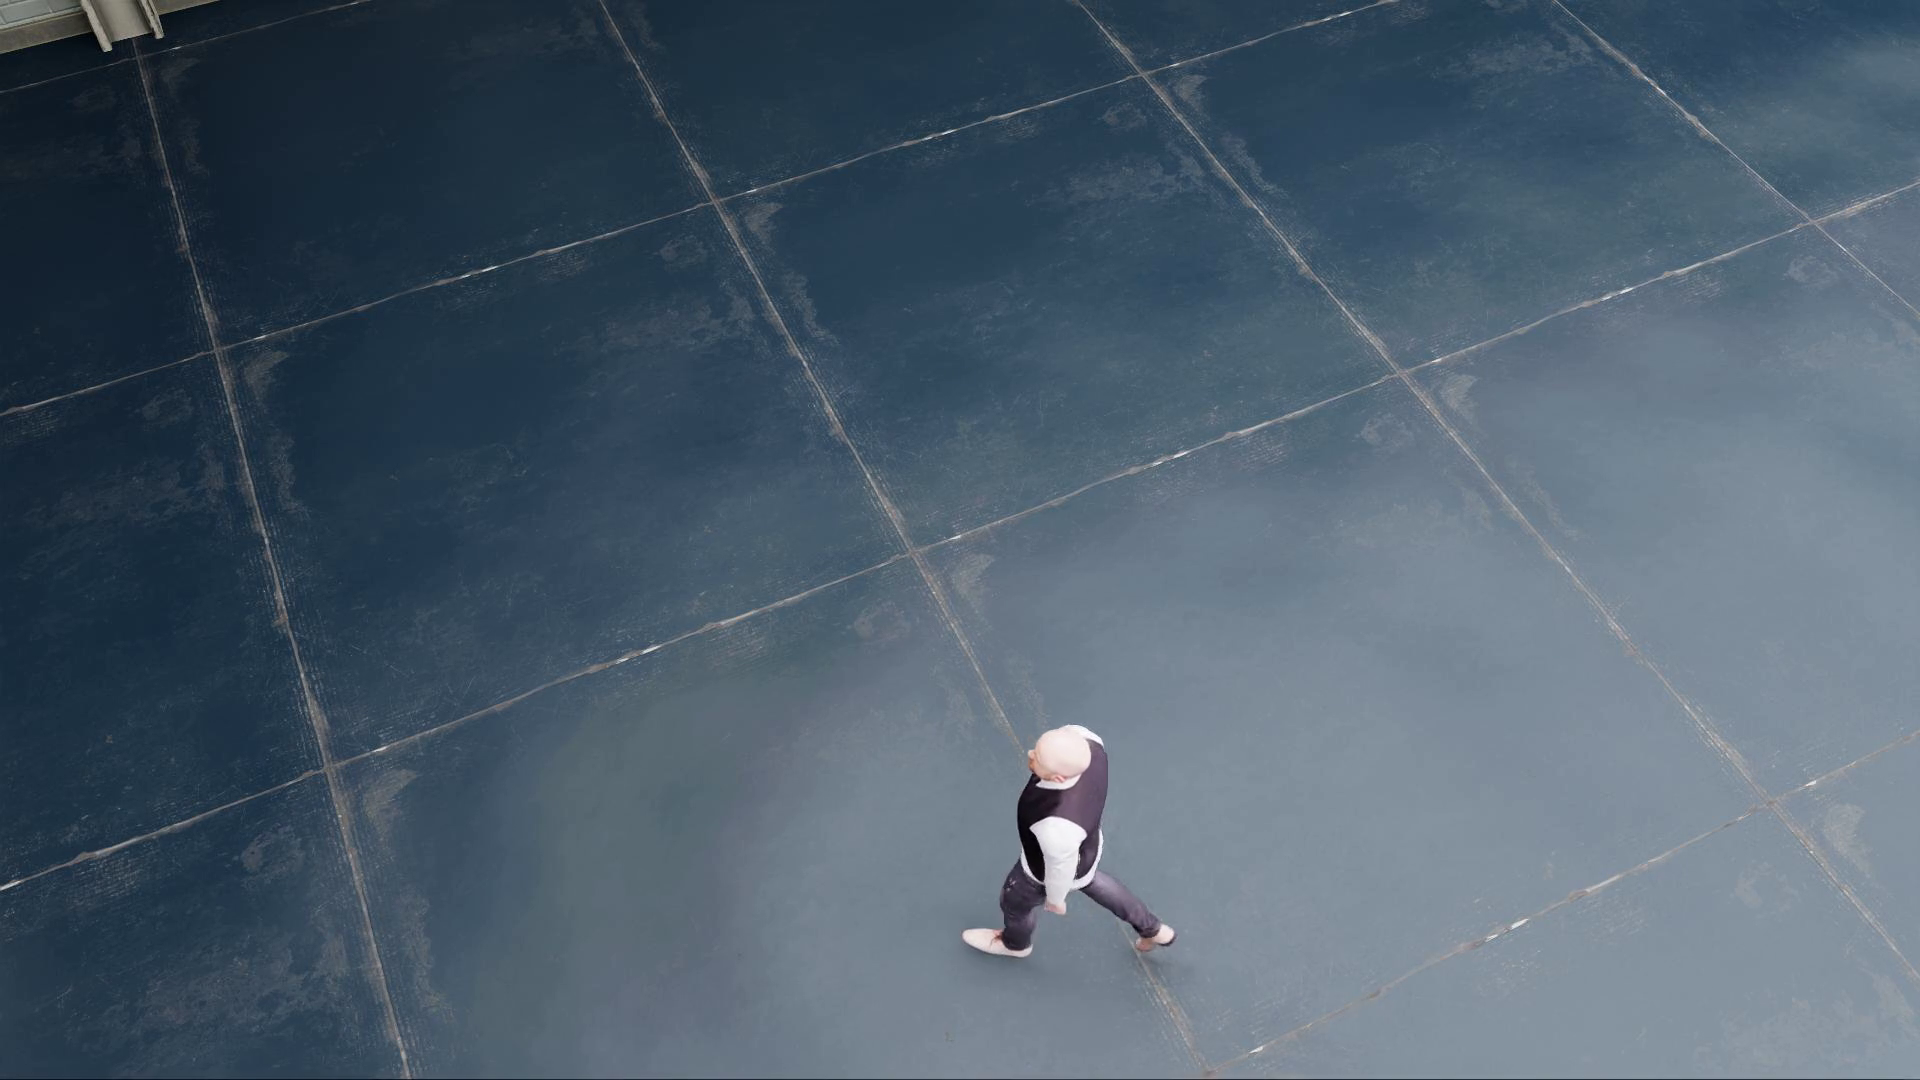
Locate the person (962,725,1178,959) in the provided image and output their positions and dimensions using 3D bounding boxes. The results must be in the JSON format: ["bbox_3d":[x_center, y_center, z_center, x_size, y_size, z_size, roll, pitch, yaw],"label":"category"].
[{"bbox_3d":[0.463,1.237,6.522,1.222,1.799,1.130,12,53,9],"label":"person"}]
